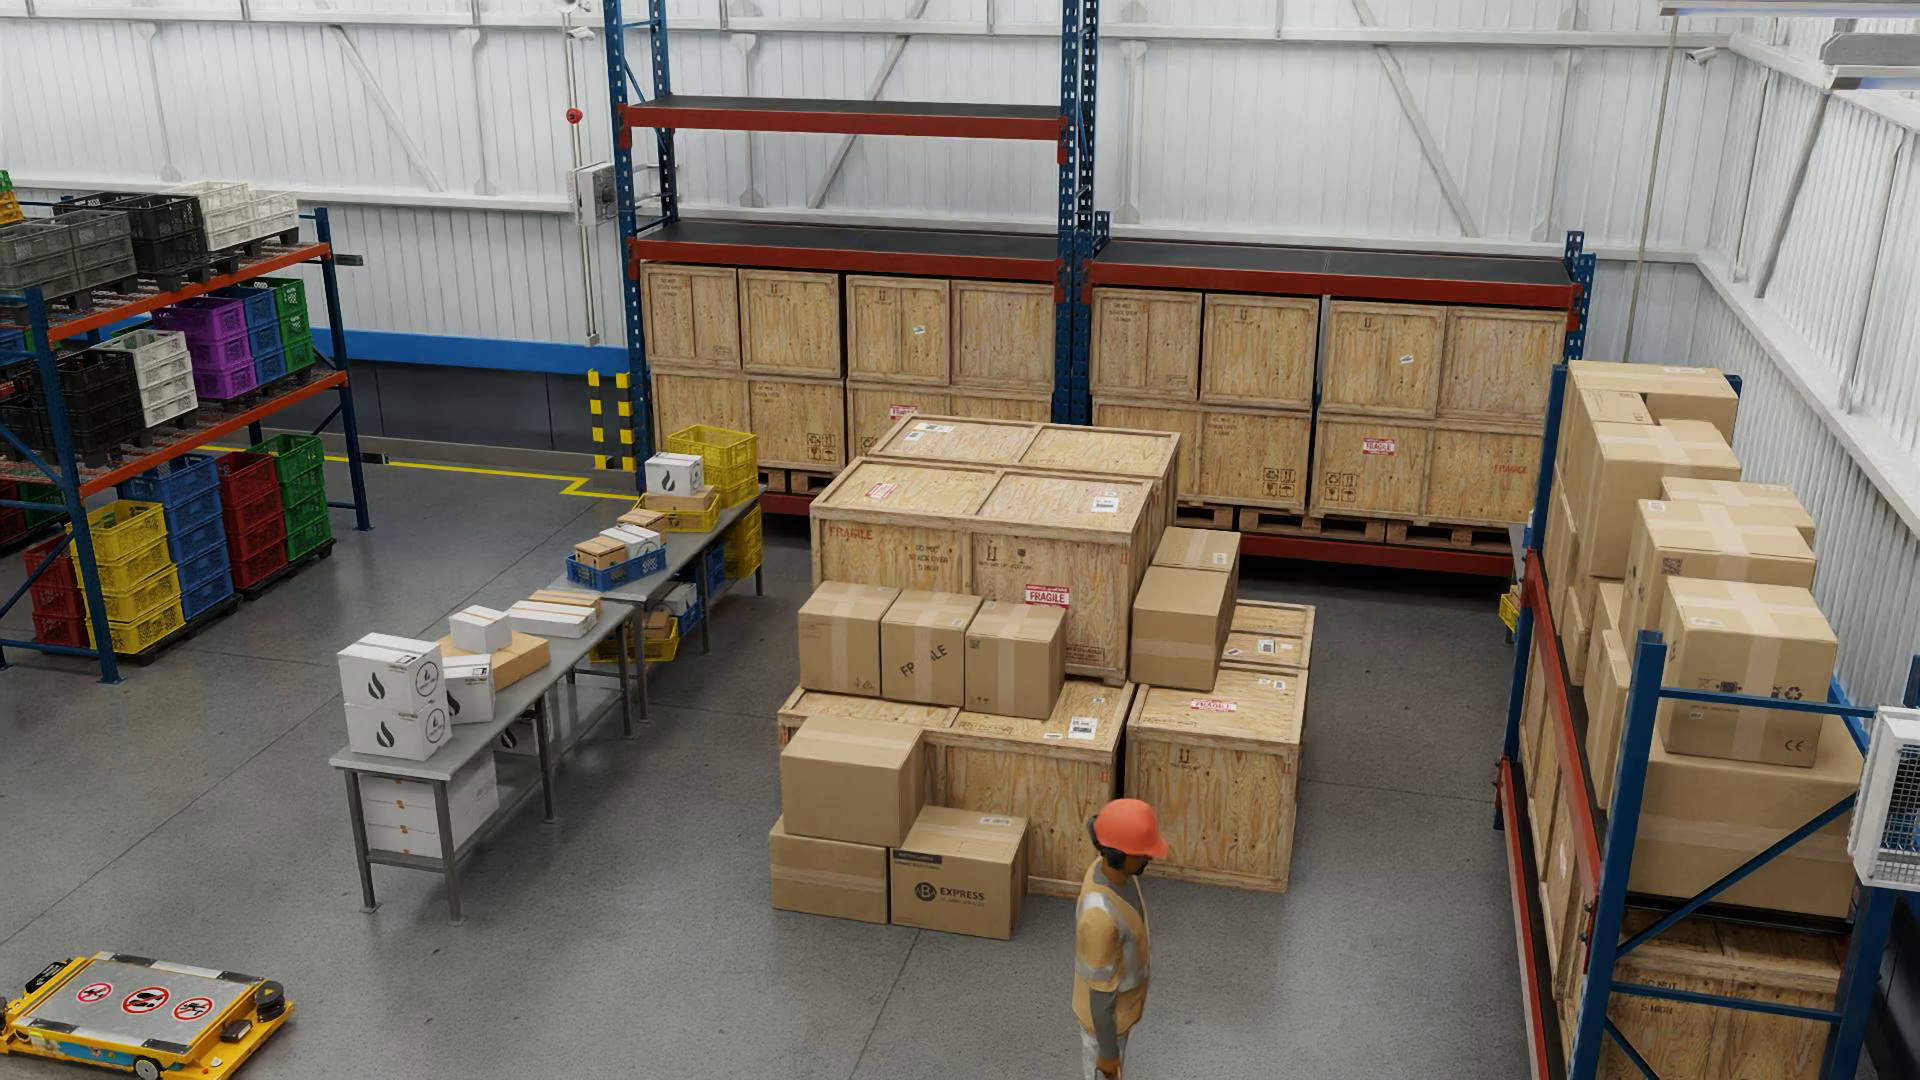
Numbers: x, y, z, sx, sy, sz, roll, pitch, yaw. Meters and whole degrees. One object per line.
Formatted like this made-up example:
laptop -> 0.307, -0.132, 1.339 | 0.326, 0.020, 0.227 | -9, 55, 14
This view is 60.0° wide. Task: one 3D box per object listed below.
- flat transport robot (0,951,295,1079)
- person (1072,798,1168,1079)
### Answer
flat transport robot -> -4.270, 2.464, 8.601 | 1.431, 0.231, 0.659 | 5, 22, 13
person -> 0.680, 2.034, 7.247 | 0.372, 2.042, 0.606 | 4, 21, 10
